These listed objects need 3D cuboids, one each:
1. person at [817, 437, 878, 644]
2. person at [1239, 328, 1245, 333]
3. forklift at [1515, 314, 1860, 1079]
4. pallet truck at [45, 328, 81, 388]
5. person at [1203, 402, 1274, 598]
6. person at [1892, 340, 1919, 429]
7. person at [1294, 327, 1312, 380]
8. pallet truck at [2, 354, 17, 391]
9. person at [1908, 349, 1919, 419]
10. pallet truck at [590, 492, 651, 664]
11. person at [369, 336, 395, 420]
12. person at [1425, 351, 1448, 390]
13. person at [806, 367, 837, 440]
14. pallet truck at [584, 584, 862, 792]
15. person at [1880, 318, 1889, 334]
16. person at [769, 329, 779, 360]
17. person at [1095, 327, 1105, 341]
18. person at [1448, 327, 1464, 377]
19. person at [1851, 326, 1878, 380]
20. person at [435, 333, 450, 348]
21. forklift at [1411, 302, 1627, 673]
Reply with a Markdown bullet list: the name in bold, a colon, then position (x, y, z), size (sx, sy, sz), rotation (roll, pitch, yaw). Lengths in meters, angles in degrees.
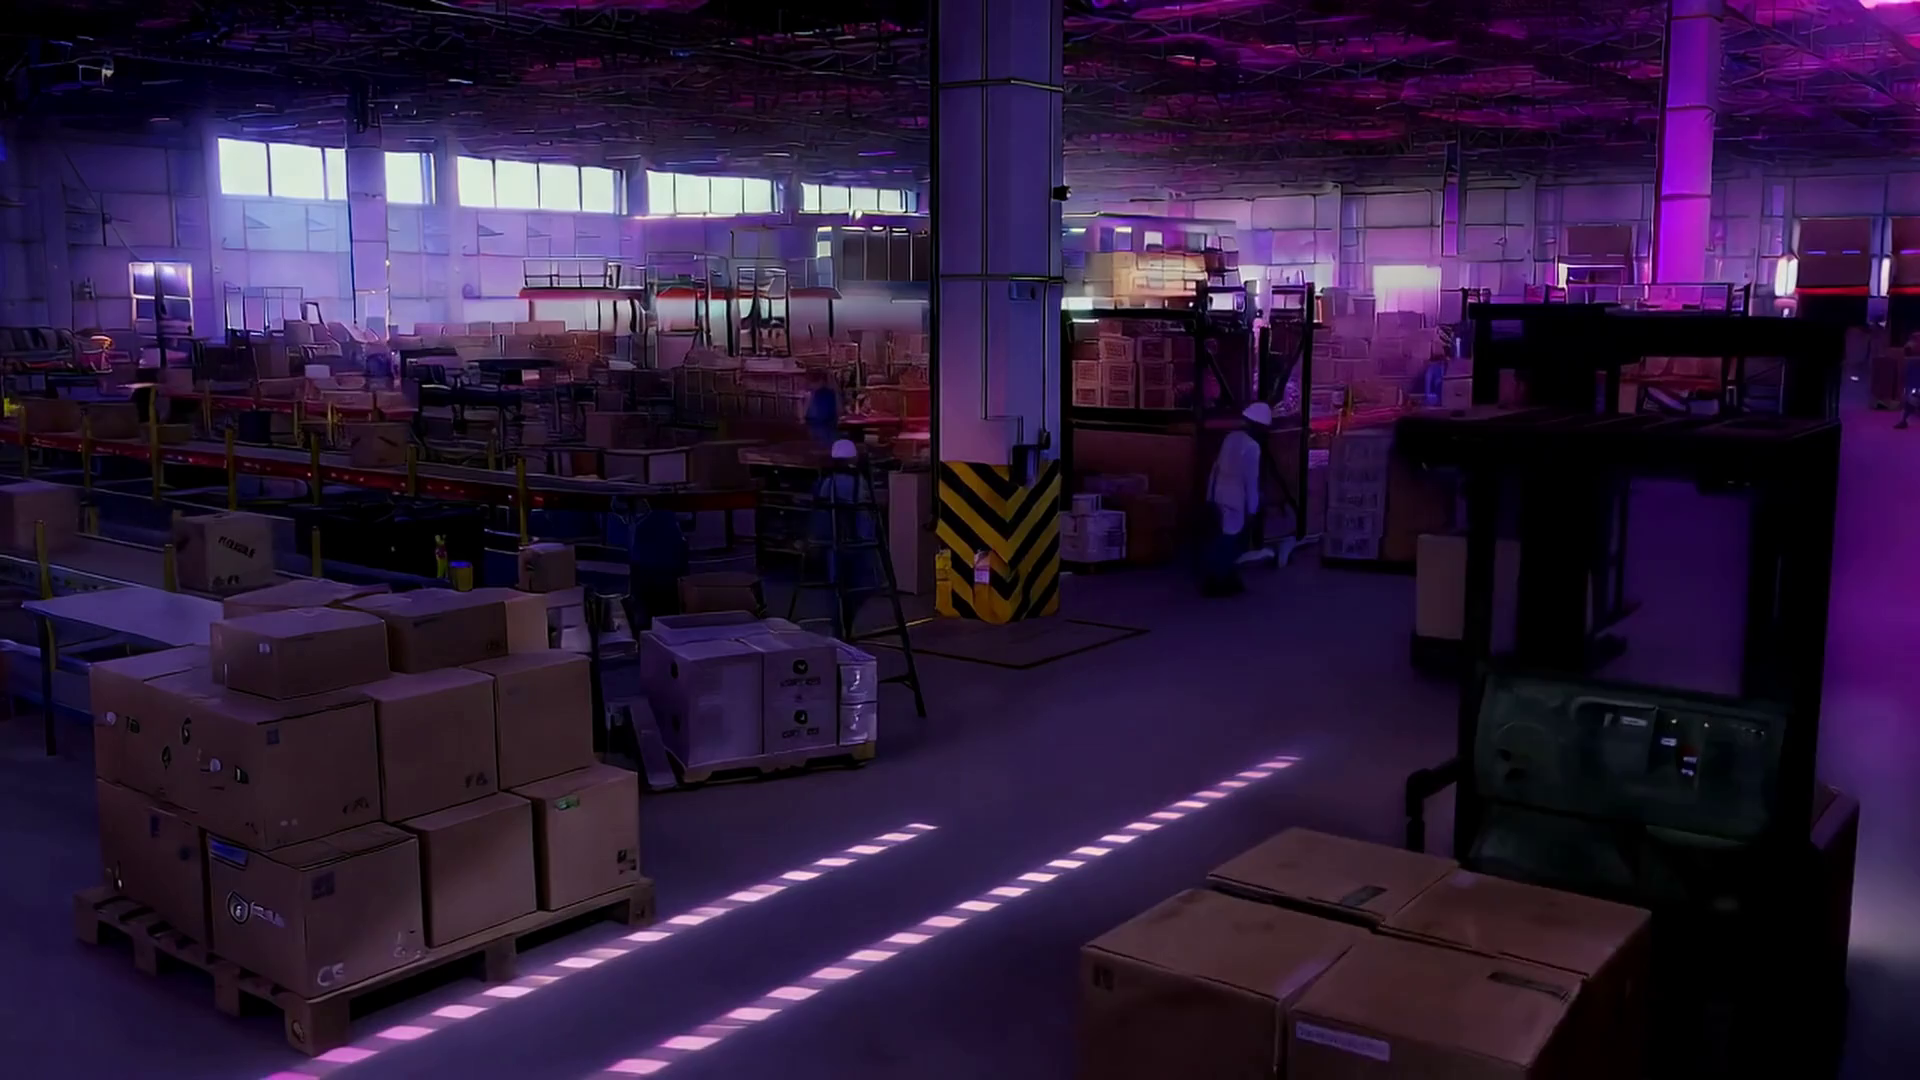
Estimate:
- **person**: position (-0.904, 0.048, 13.355), size (0.543, 1.756, 0.370), rotation (-6, 10, -35)
- **person**: position (10.416, -7.027, 61.238), size (0.506, 1.689, 0.908), rotation (-1, 9, -9)
- **forklift**: position (2.356, 0.633, 5.634), size (1.129, 2.768, 1.873), rotation (6, 11, 37)
- **pallet truck**: position (-23.775, -4.544, 43.495), size (1.885, 1.965, 0.823), rotation (6, 10, 35)
- **person**: position (2.616, -0.378, 15.827), size (0.683, 1.871, 0.581), rotation (-3, 9, -18)
- **person**: position (20.237, -3.293, 35.340), size (0.561, 1.921, 0.545), rotation (2, 9, 15)
- **person**: position (10.577, -5.595, 50.801), size (0.958, 1.920, 0.607), rotation (8, 12, 44)
- **pallet truck**: position (-24.881, -4.417, 42.634), size (1.885, 1.965, 0.823), rotation (8, 11, 41)
- **person**: position (22.166, -3.604, 38.367), size (0.512, 1.638, 0.312), rotation (-3, 9, -21)
- **pallet truck**: position (-3.115, 0.344, 12.883), size (0.653, 1.274, 1.630), rotation (7, 11, 37)
- **person**: position (-11.905, -3.200, 34.406), size (0.703, 2.006, 0.653), rotation (4, 9, 26)
- **person**: position (10.604, -3.403, 37.083), size (0.507, 1.614, 0.679), rotation (6, 10, 36)
- **person**: position (-2.043, -1.629, 24.445), size (0.496, 1.816, 0.611), rotation (-8, 11, -42)
- **pallet truck**: position (-1.426, 0.805, 10.019), size (1.601, 1.201, 0.680), rotation (-4, 9, -26)
- **person**: position (38.591, -8.383, 69.754), size (0.904, 1.895, 0.598), rotation (4, 9, 27)
- **person**: position (-6.948, -7.212, 61.990), size (0.345, 1.845, 0.505), rotation (5, 10, 30)
- **person**: position (4.783, -6.440, 57.119), size (0.536, 1.749, 0.556), rotation (-6, 10, -36)
- **person**: position (14.703, -5.423, 49.743), size (0.761, 1.892, 0.628), rotation (4, 9, 23)
- **person**: position (30.322, -6.216, 55.482), size (1.007, 1.825, 0.526), rotation (6, 10, 34)
- **person**: position (-13.192, -4.341, 42.481), size (0.514, 1.891, 0.648), rotation (-8, 12, -44)
- **forklift**: position (4.379, -0.438, 12.852), size (1.129, 2.768, 1.873), rotation (7, 11, 37)
